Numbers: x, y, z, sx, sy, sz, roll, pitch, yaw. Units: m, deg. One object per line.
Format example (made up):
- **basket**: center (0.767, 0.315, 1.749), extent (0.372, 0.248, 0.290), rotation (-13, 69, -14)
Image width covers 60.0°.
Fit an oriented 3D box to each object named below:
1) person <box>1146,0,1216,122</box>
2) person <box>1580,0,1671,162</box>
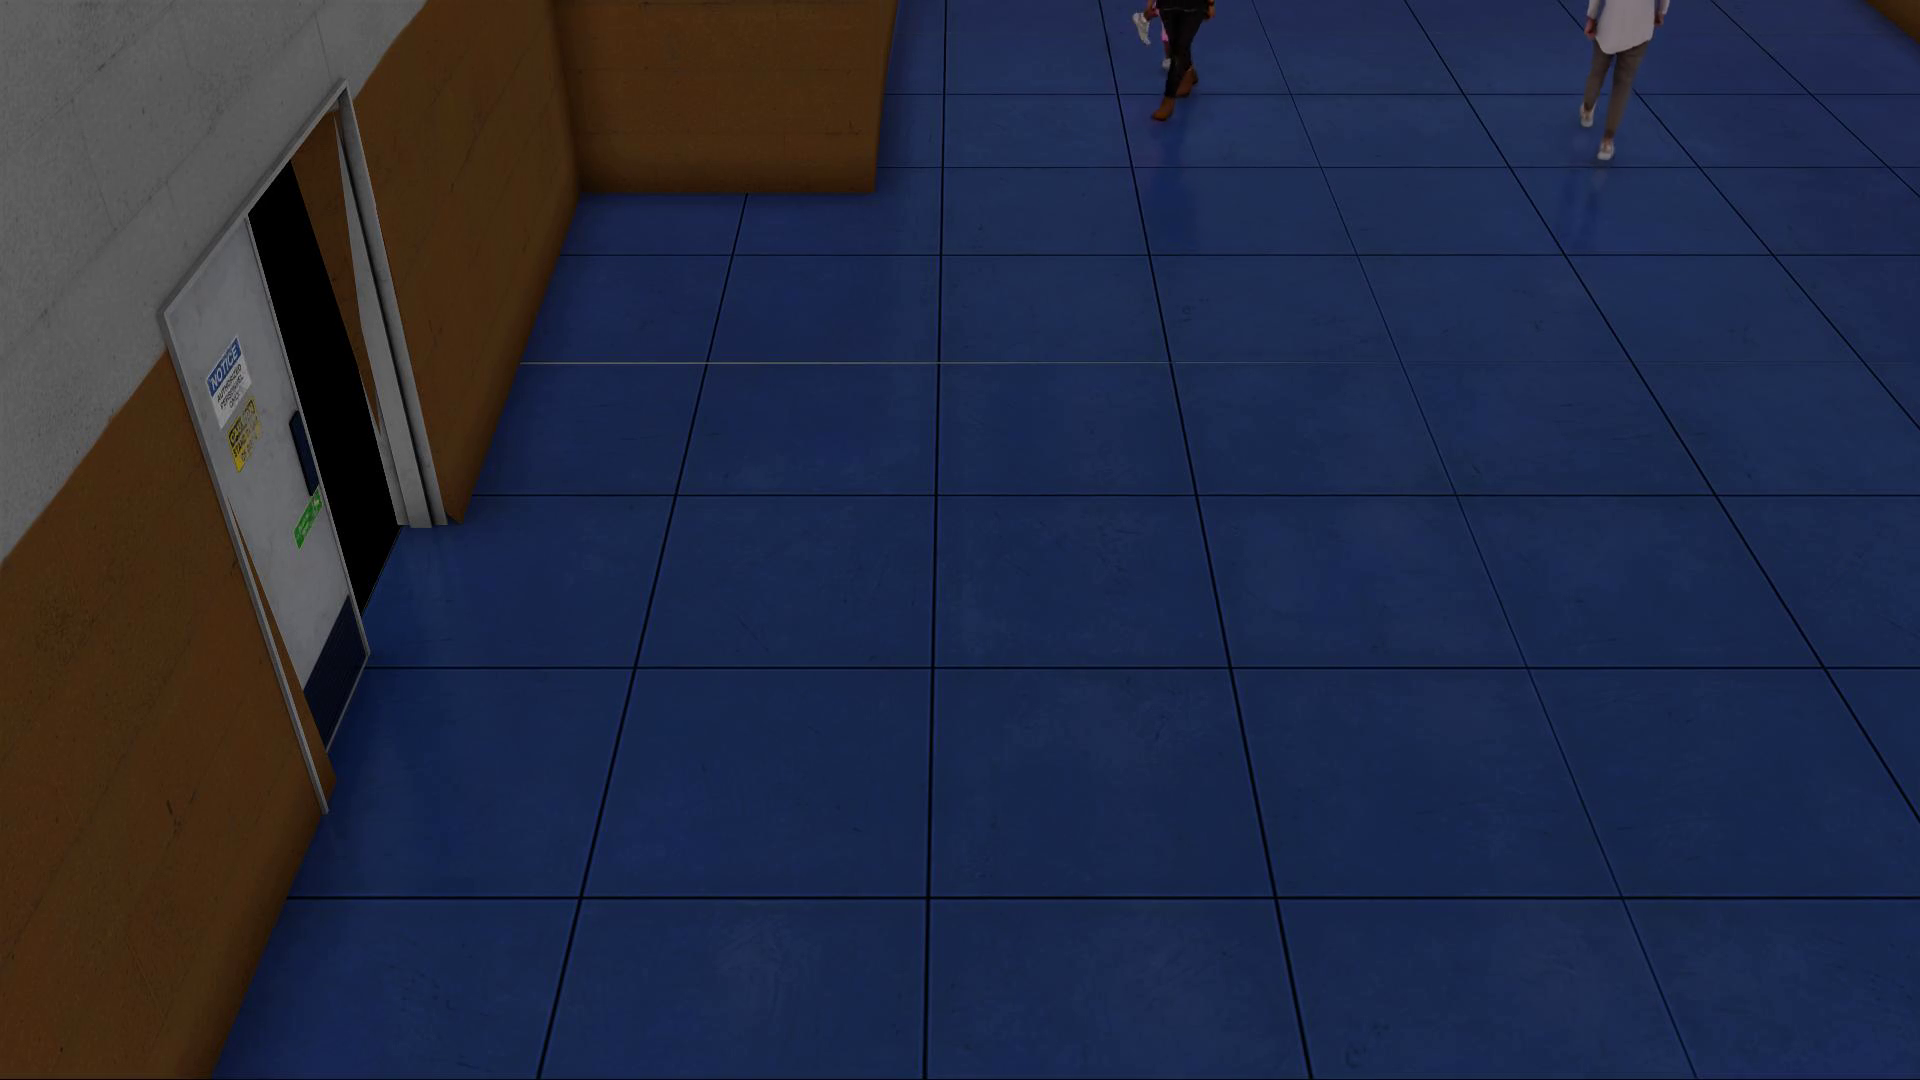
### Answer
- **person**: center (1.653, -3.971, 12.102), extent (1.085, 1.680, 1.059), rotation (22, 42, 27)
- **person**: center (4.554, -3.495, 11.373), extent (1.192, 1.795, 1.033), rotation (13, 39, 17)
